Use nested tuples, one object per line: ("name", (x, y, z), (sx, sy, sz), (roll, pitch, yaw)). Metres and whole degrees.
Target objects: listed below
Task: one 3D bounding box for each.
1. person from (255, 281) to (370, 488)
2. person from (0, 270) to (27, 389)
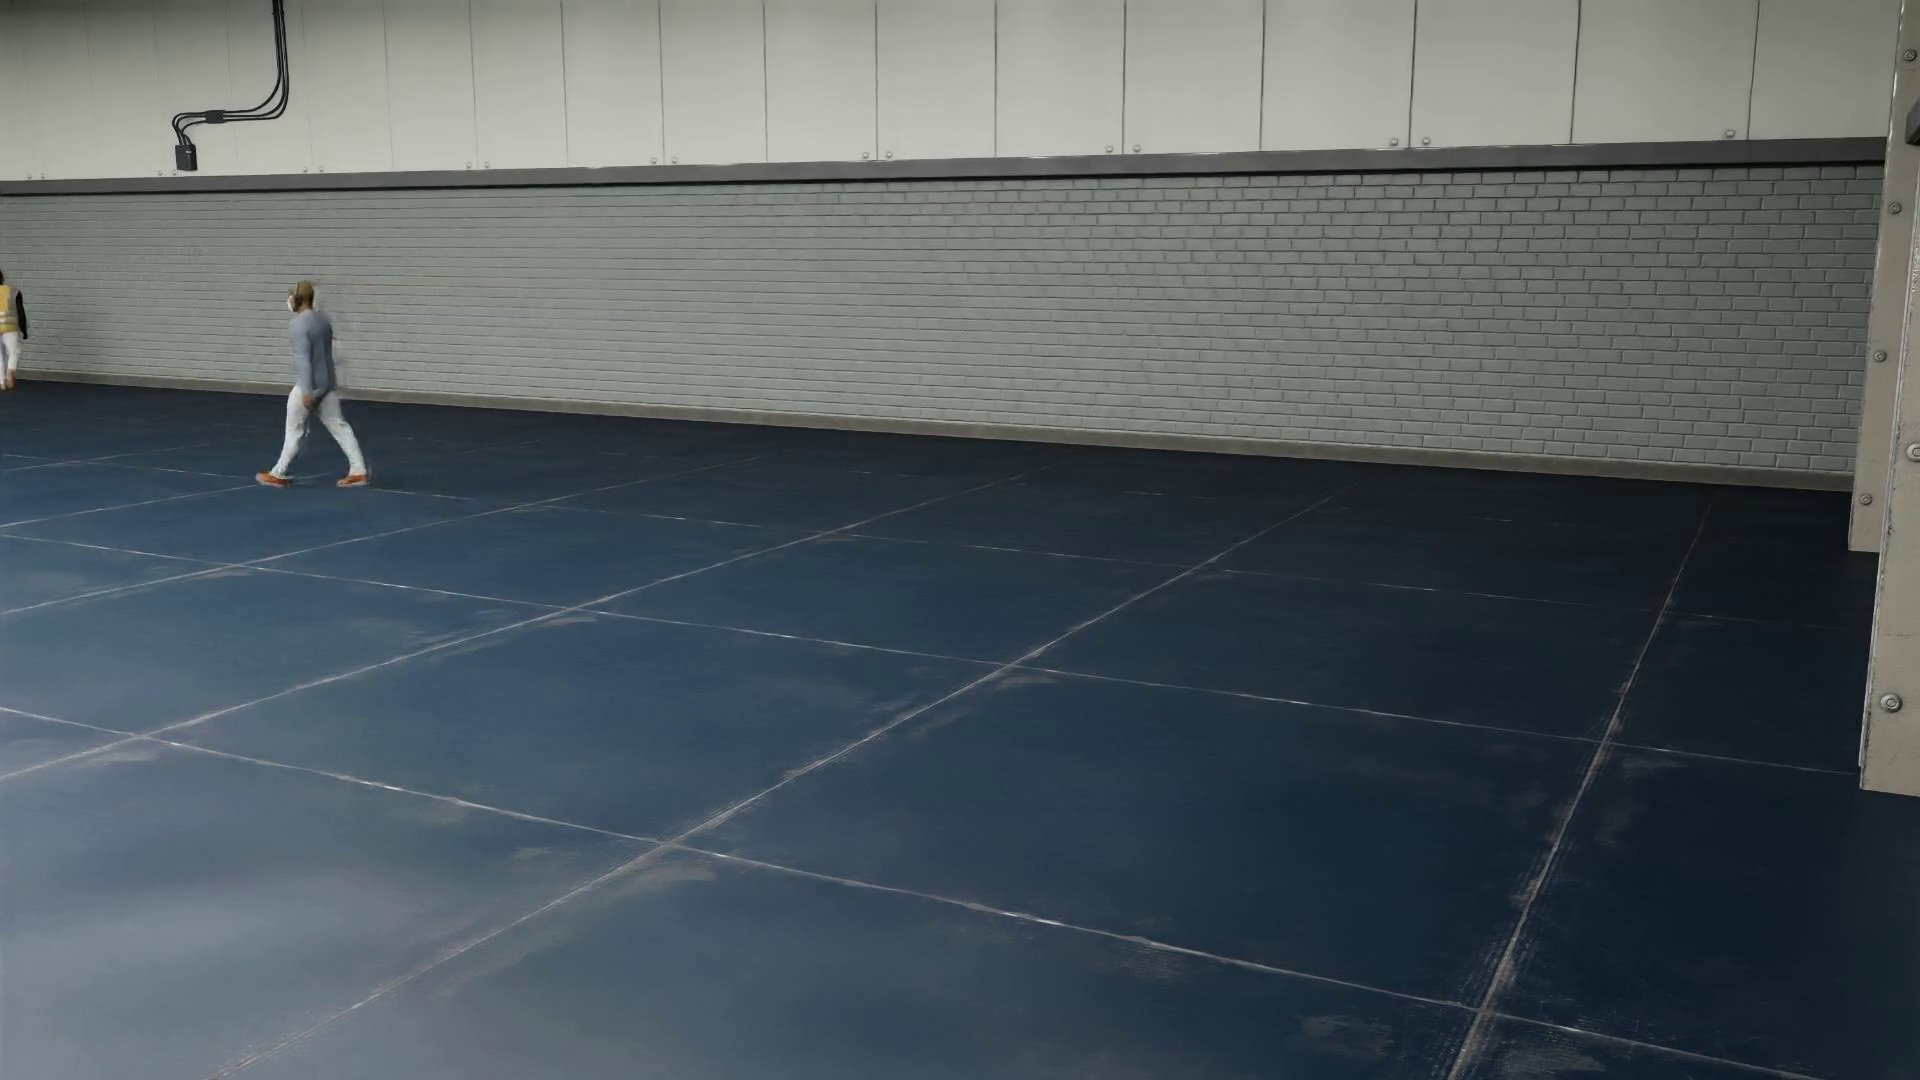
("person", (-5.901, -1.398, 15.112), (1.043, 1.880, 0.654), (1, 10, 6))
("person", (-14.225, -3.130, 24.691), (0.635, 1.823, 0.698), (-4, 11, -21))
